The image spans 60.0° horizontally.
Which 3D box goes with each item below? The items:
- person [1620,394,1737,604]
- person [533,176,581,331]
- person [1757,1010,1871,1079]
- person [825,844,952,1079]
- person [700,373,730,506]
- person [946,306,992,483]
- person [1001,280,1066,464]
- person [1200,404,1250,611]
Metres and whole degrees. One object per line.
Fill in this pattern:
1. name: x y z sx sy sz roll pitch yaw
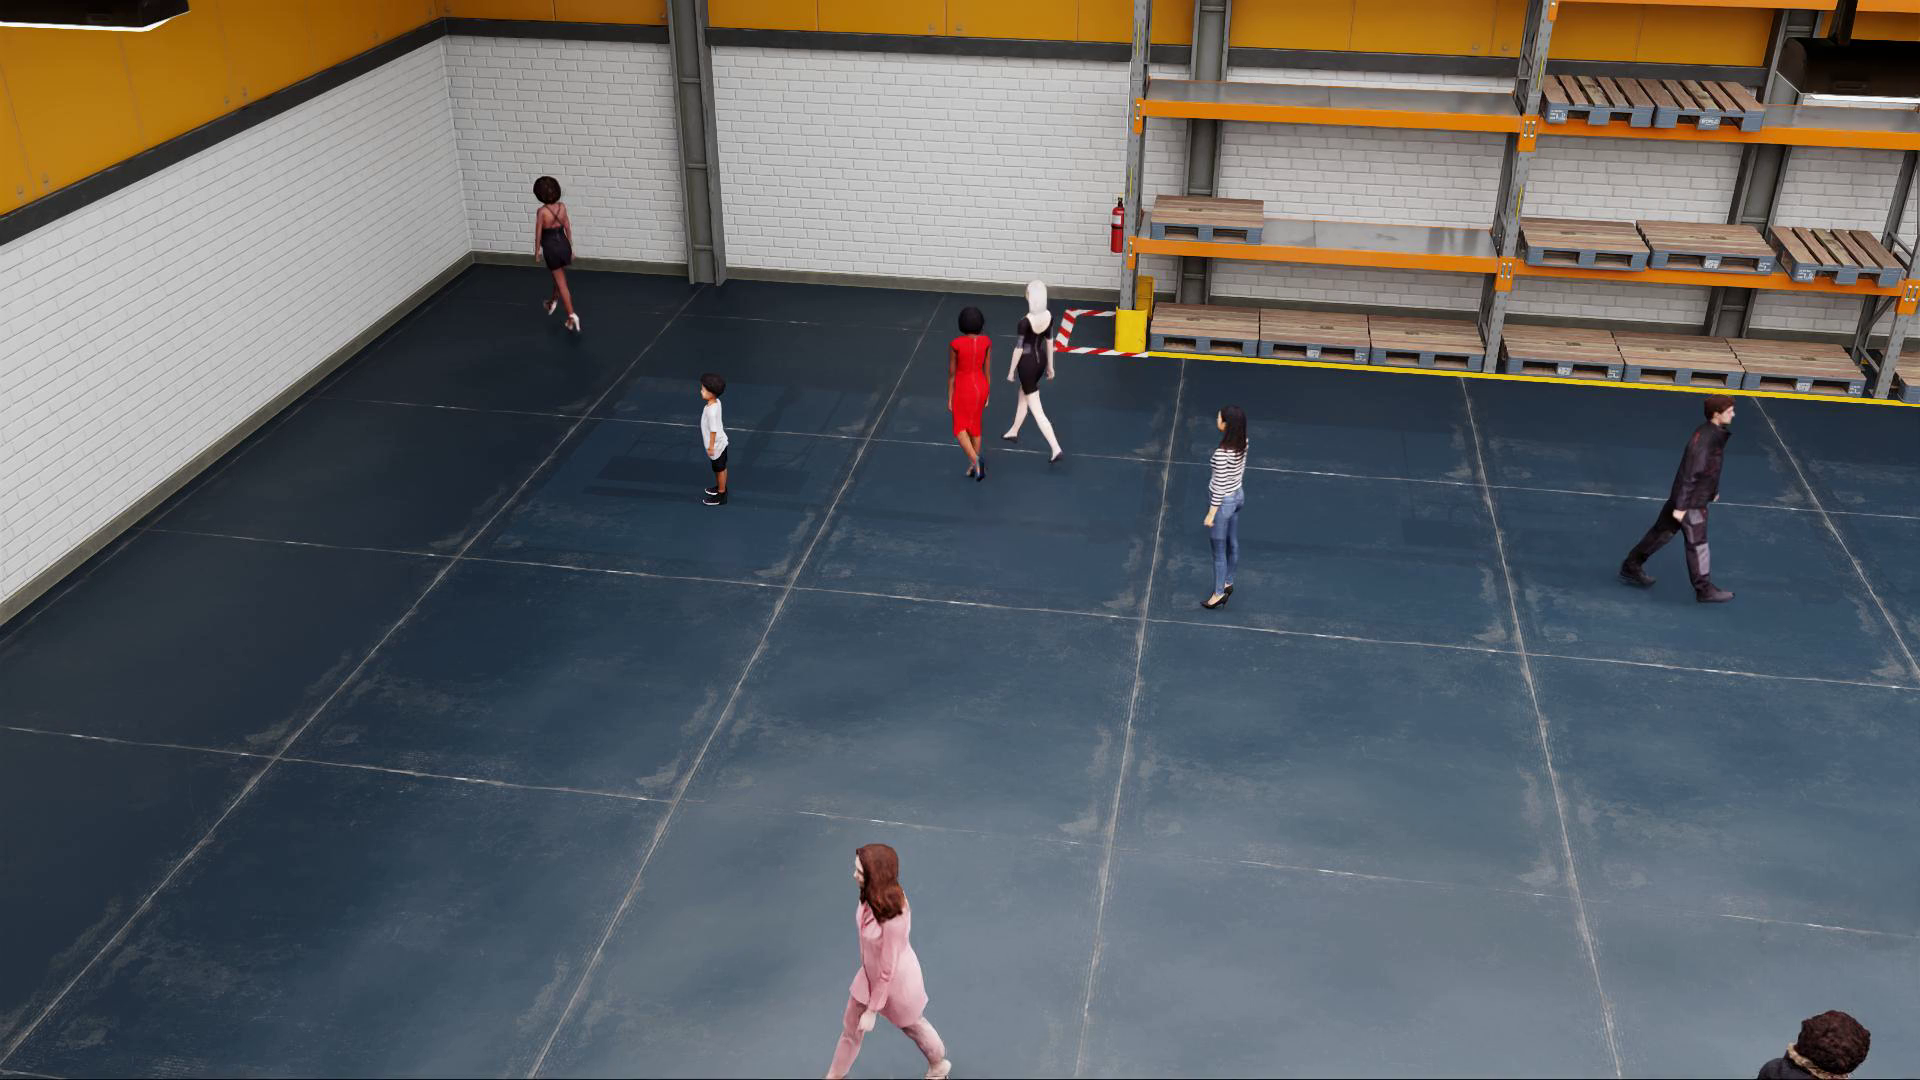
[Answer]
1. person: 5.865 -0.351 13.580 1.225 1.800 0.941 13 31 23
2. person: -4.521 -3.211 18.866 1.090 1.759 0.915 23 36 36
3. person: 3.752 2.913 7.637 0.886 1.760 0.824 -24 36 -36
4. person: -0.275 2.319 8.737 1.182 1.750 1.030 -13 31 -23
5. person: -2.233 -0.936 15.215 0.541 1.261 0.524 0 29 0
6. person: 0.121 -1.287 15.369 0.884 1.729 0.901 -12 31 -20
7. person: 0.750 -1.552 15.797 1.036 1.785 1.224 -26 38 -38
8. person: 2.143 -0.265 13.427 0.622 1.797 0.641 19 34 31
